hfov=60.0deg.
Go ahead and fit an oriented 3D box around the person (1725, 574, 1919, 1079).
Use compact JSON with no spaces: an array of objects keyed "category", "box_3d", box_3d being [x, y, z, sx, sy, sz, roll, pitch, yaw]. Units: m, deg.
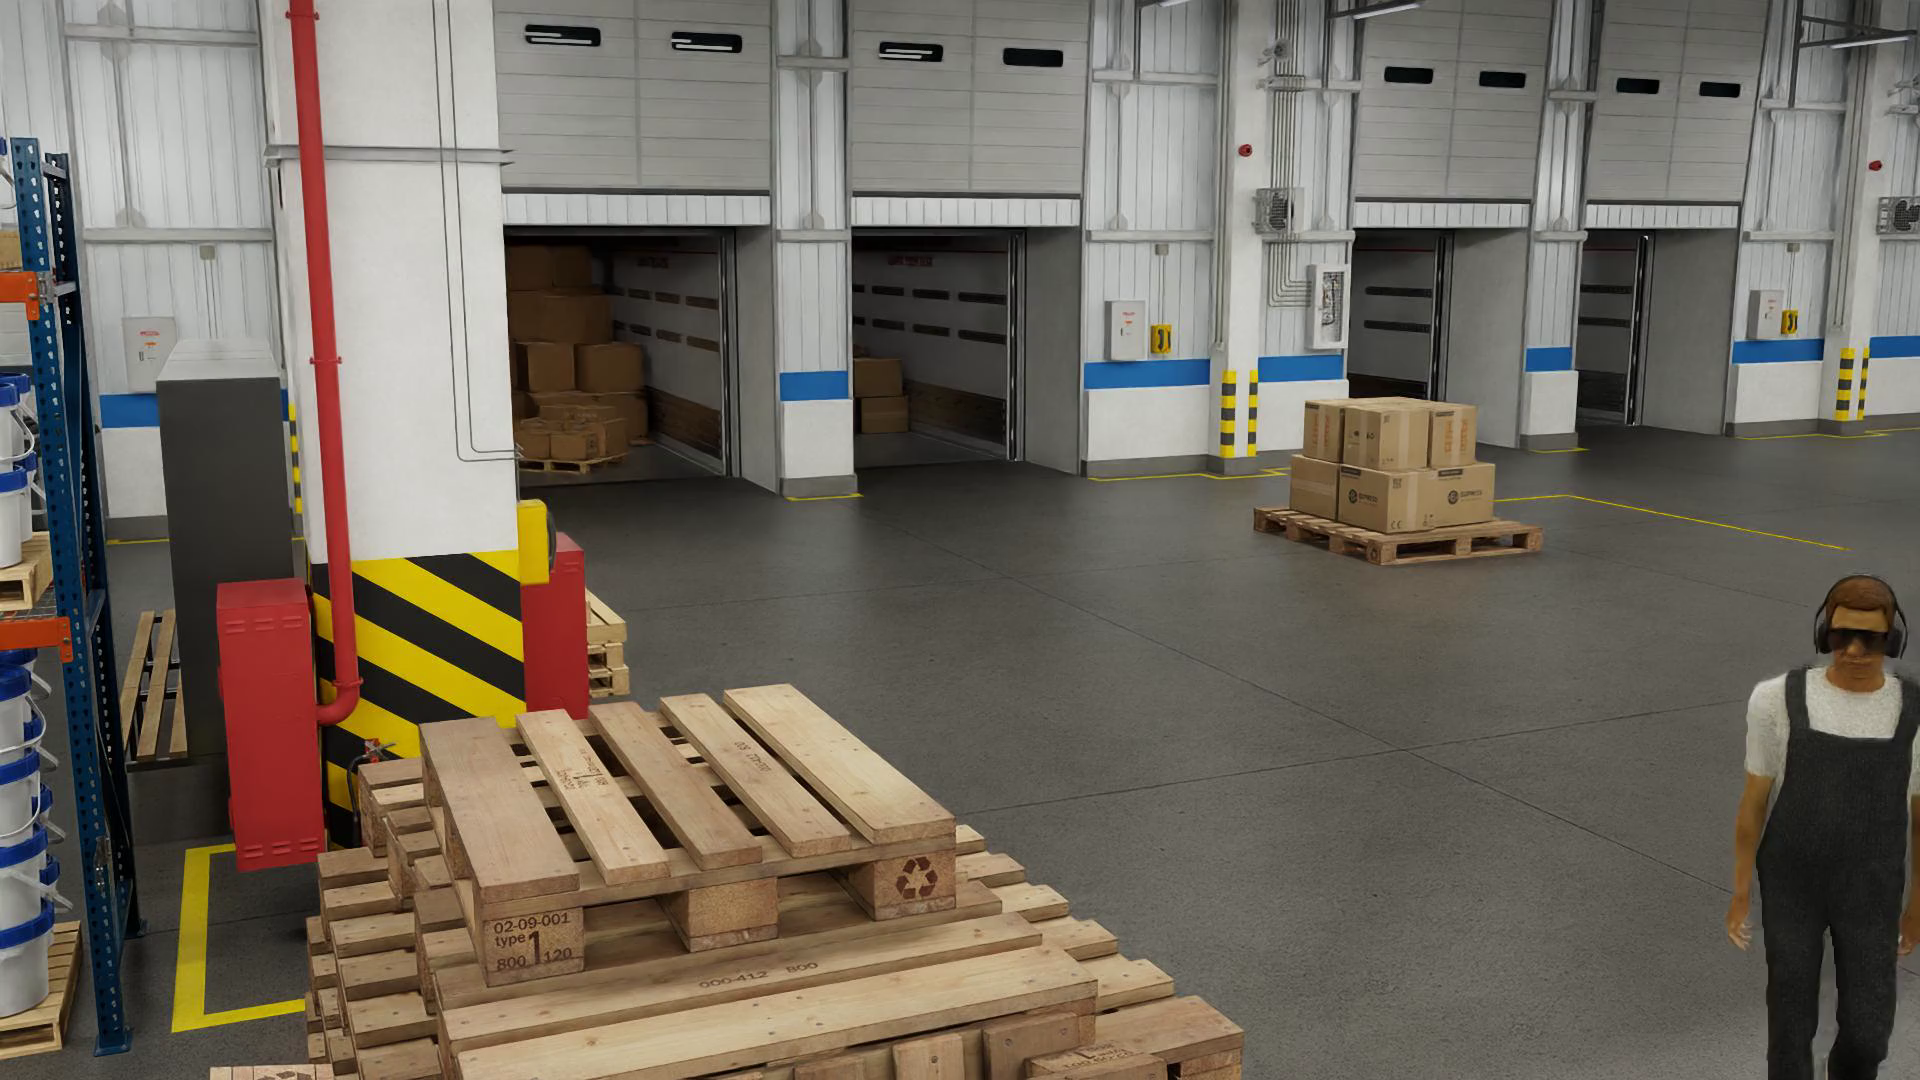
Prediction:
[{"category":"person","box_3d":[2.443,0.980,4.684,0.516,1.830,0.501,5,11,25]}]
